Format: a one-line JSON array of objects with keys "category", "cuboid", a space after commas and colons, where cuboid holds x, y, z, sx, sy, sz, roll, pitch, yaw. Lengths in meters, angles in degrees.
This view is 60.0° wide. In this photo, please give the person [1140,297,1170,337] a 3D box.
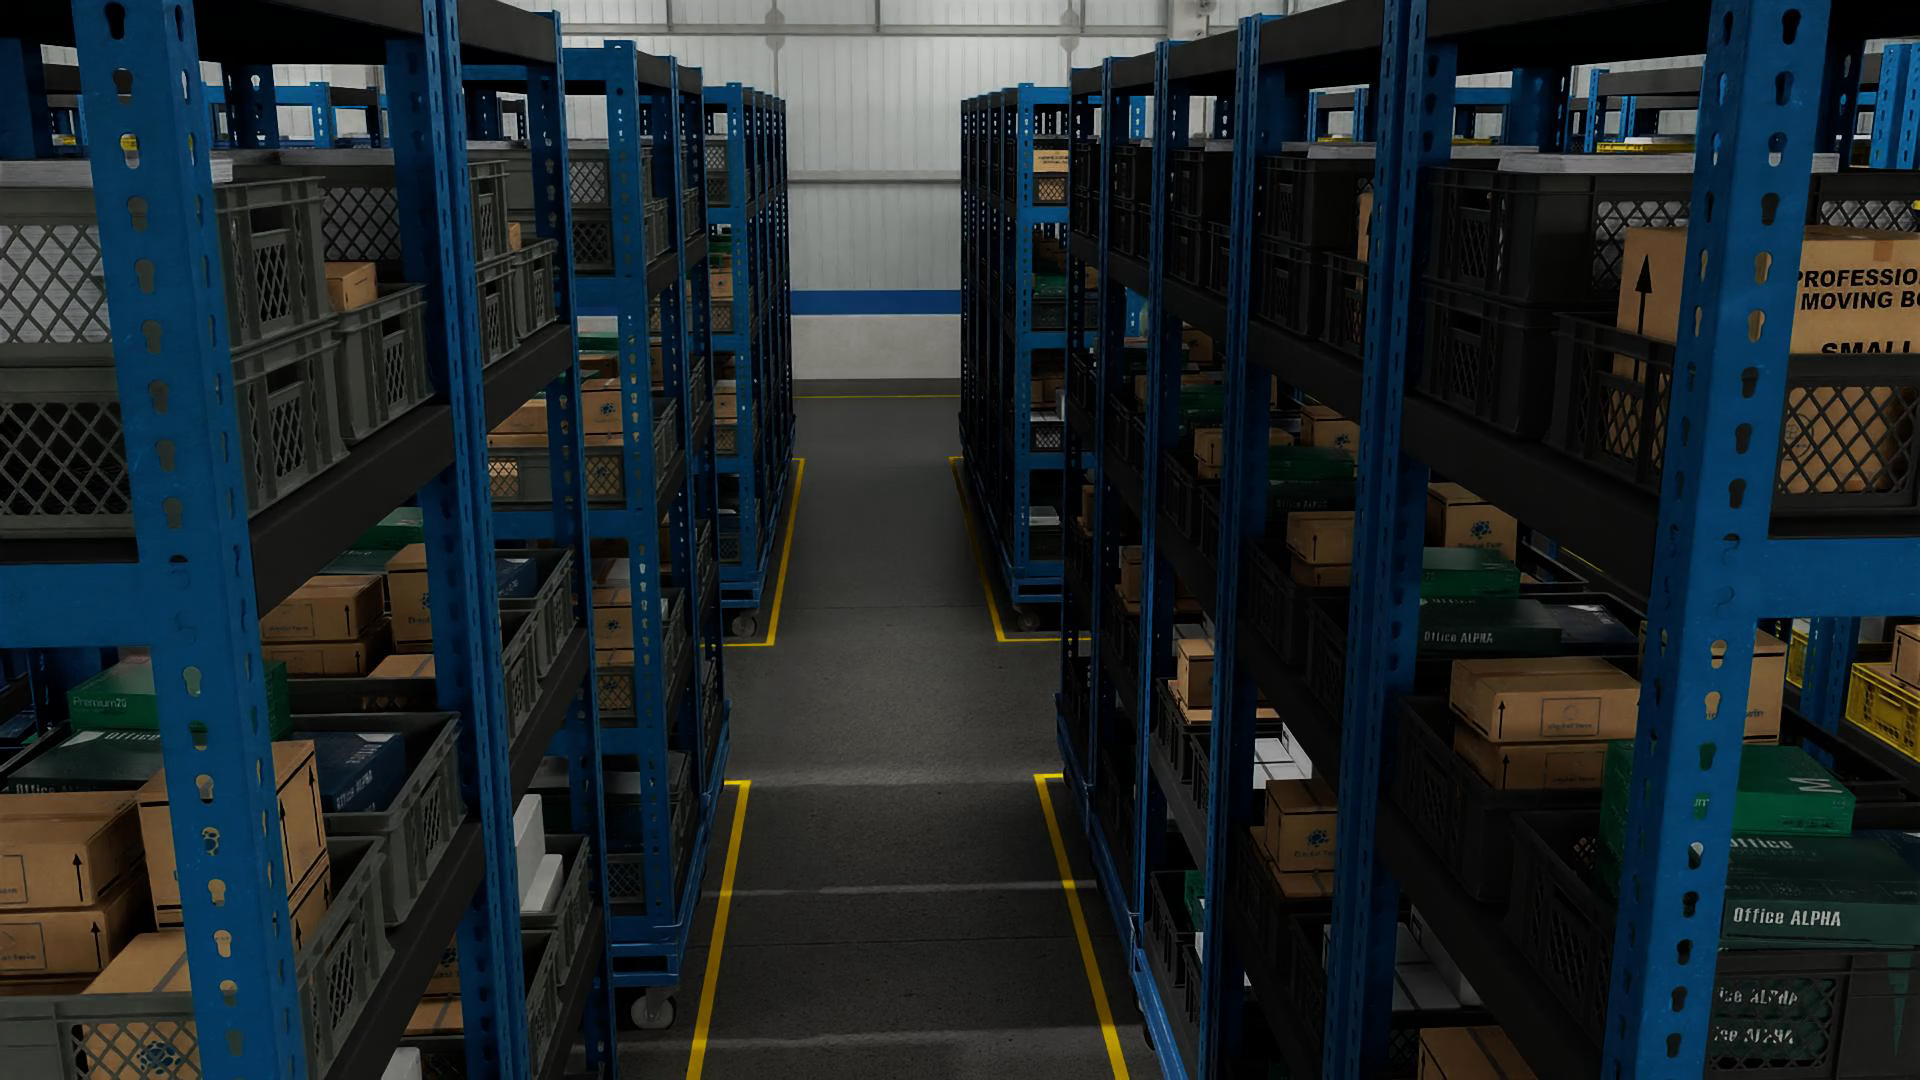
[{"category": "person", "cuboid": [2.079, -2.126, 18.633, 0.808, 1.799, 0.603, -4, 14, -16]}]
